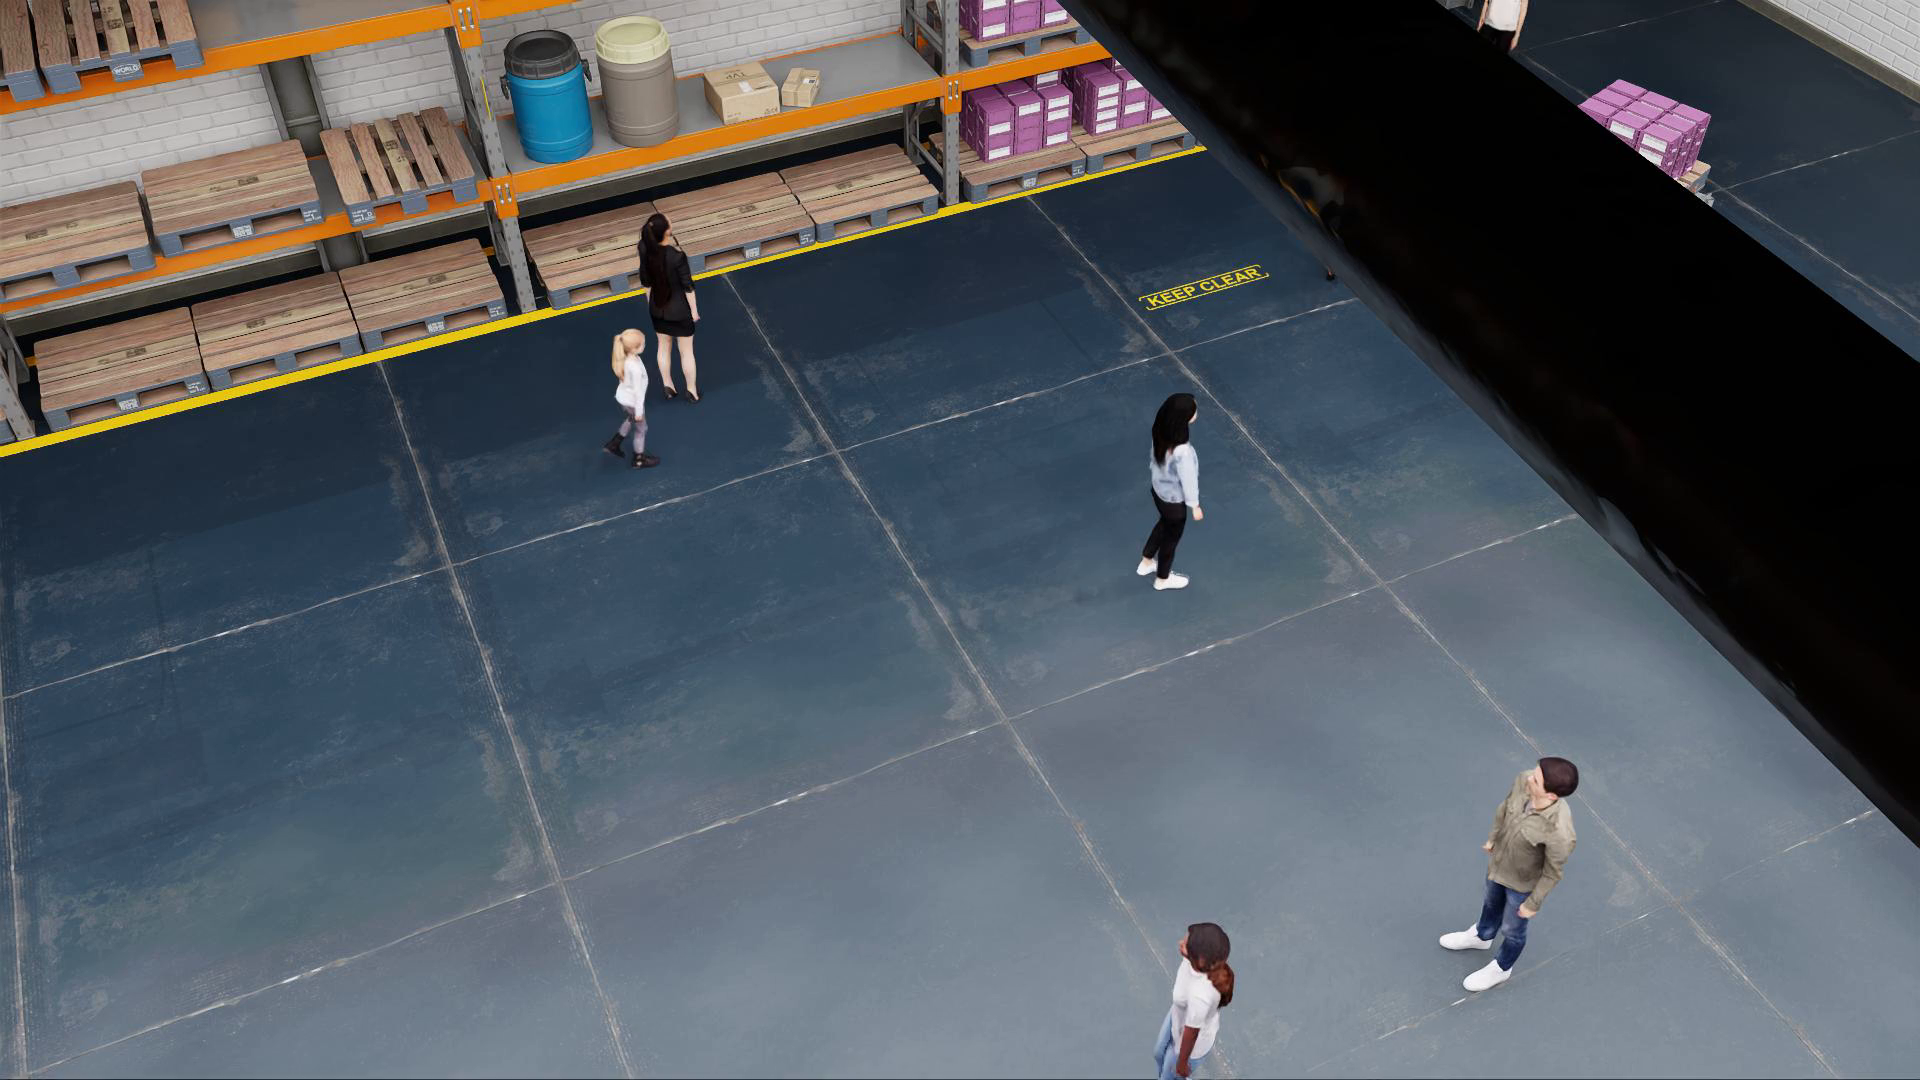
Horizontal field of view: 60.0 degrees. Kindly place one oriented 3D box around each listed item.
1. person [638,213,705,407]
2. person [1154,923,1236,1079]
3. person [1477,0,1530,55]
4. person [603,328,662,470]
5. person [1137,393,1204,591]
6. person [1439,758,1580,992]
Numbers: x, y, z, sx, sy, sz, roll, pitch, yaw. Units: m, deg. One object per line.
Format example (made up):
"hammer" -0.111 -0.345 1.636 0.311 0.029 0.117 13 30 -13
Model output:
"person" -2.233 -1.774 12.837 0.674 1.697 0.728 15 46 16
"person" 1.221 2.488 8.357 0.981 1.705 0.866 7 44 7
"person" 5.294 -5.028 16.241 0.704 1.712 0.740 25 49 24
"person" -2.496 -1.033 12.375 0.637 1.261 0.499 -19 47 -19
"person" 1.381 -0.289 11.272 0.602 1.705 0.642 -12 45 -13
"person" 3.037 1.779 8.983 0.673 1.867 0.754 -8 44 -8
